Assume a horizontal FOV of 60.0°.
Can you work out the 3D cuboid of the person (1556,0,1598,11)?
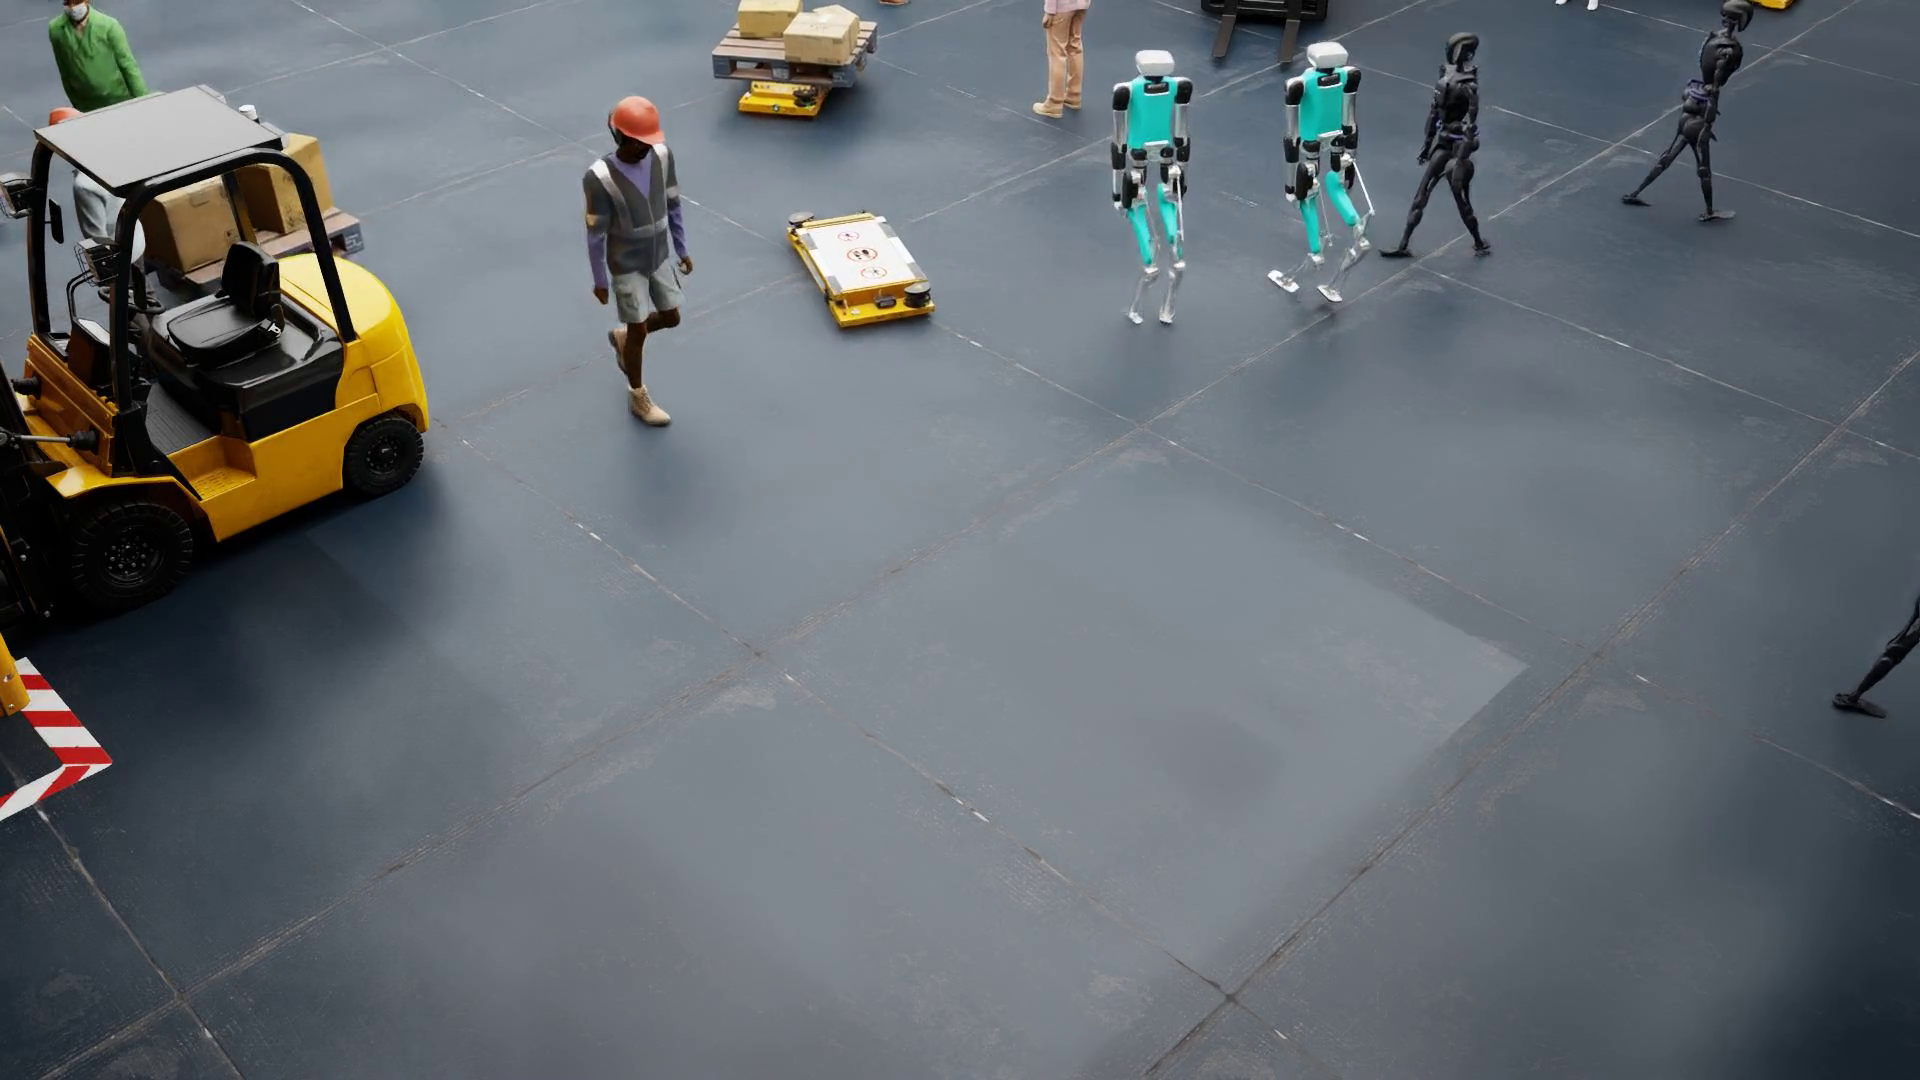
[{"bbox_3d":[6.036,-5.847,15.676,0.514,1.640,0.313,22,42,26],"label":"person"}]

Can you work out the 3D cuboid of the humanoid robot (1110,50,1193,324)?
[{"bbox_3d":[1.275,-2.162,10.676,0.530,1.804,0.755,-9,38,-12],"label":"humanoid robot"}]

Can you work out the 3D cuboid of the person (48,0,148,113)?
[{"bbox_3d":[-6.124,-3.132,11.956,0.568,1.752,0.782,-7,37,-9],"label":"person"}]

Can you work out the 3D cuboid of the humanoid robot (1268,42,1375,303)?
[{"bbox_3d":[2.420,-2.283,10.845,0.547,1.773,0.888,-14,39,-18],"label":"humanoid robot"}]

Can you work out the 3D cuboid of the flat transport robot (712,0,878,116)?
[{"bbox_3d":[-1.403,-4.040,14.405,0.659,0.231,1.431,7,37,9],"label":"flat transport robot"}]

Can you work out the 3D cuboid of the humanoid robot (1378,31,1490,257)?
[{"bbox_3d":[3.423,-2.688,11.476,0.802,1.644,0.599,-8,37,-11],"label":"humanoid robot"}]

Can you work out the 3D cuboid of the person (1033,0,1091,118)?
[{"bbox_3d":[0.885,-4.342,13.552,0.406,1.775,0.539,24,43,29],"label":"person"}]

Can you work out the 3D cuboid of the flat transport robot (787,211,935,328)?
[{"bbox_3d":[-0.710,-1.923,11.570,0.659,0.231,1.431,-12,38,-15],"label":"flat transport robot"}]

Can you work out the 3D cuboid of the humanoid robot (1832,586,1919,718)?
[{"bbox_3d":[4.559,0.248,7.514,0.737,1.630,0.596,16,40,20],"label":"humanoid robot"}]

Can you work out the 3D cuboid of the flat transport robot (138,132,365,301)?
[{"bbox_3d":[-4.864,-1.853,11.477,1.431,0.231,0.659,27,44,31],"label":"flat transport robot"}]

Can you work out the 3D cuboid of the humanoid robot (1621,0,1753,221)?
[{"bbox_3d":[5.385,-3.116,12.037,0.796,1.622,0.595,10,38,13],"label":"humanoid robot"}]

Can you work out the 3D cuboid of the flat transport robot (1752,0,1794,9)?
[{"bbox_3d":[7.535,-5.563,16.444,1.431,0.231,0.659,25,43,29],"label":"flat transport robot"}]

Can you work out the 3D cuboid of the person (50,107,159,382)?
[{"bbox_3d":[-5.185,-1.804,10.180,0.351,1.738,0.575,-3,37,-5],"label":"person"}]

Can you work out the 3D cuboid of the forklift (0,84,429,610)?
[{"bbox_3d":[-4.145,-1.093,8.856,2.313,2.155,1.214,-31,47,-34],"label":"forklift"}]

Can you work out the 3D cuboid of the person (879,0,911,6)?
[{"bbox_3d":[-0.647,-6.074,15.752,0.379,1.927,0.638,-5,37,-7],"label":"person"}]

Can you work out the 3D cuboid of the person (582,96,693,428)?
[{"bbox_3d":[-1.934,-1.675,9.790,0.667,2.009,0.655,27,44,31],"label":"person"}]

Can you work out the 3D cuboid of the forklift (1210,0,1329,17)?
[{"bbox_3d":[3.106,-6.400,15.960,1.214,2.155,2.313,8,37,10],"label":"forklift"}]
